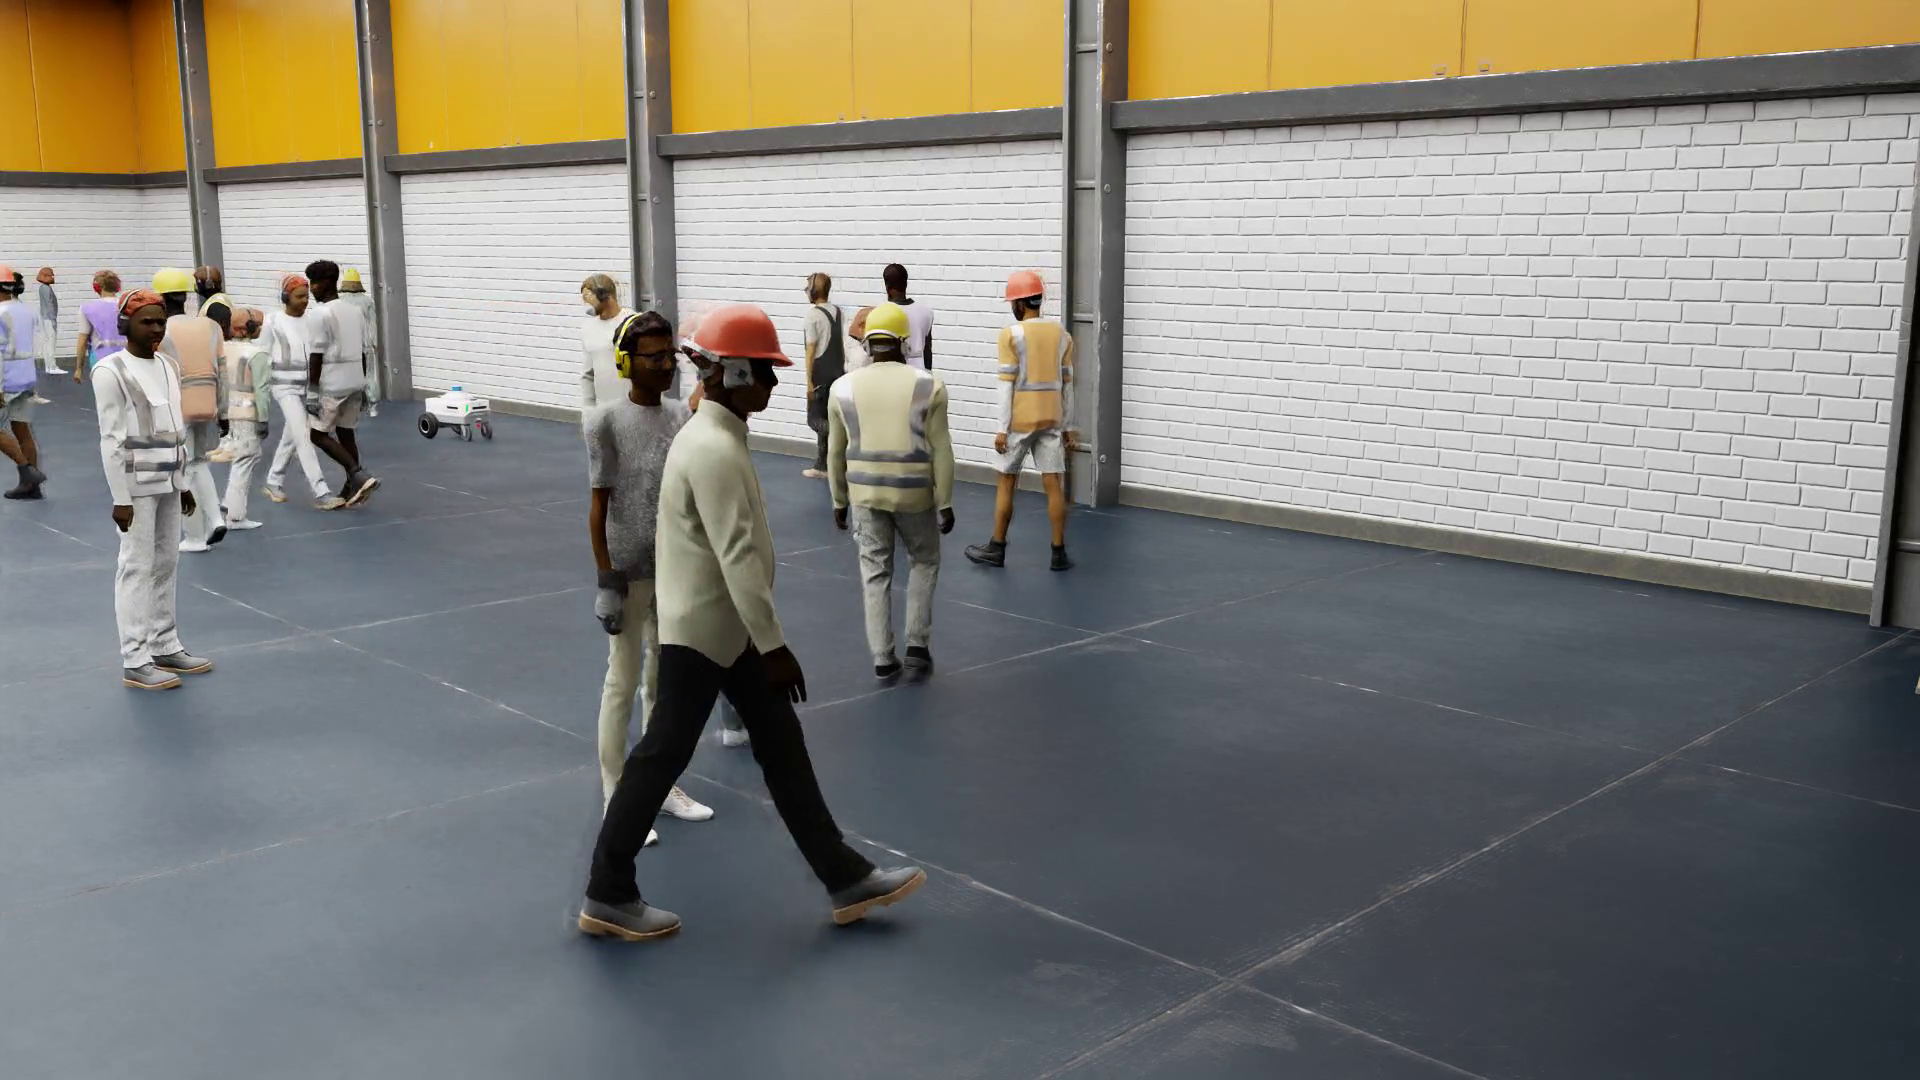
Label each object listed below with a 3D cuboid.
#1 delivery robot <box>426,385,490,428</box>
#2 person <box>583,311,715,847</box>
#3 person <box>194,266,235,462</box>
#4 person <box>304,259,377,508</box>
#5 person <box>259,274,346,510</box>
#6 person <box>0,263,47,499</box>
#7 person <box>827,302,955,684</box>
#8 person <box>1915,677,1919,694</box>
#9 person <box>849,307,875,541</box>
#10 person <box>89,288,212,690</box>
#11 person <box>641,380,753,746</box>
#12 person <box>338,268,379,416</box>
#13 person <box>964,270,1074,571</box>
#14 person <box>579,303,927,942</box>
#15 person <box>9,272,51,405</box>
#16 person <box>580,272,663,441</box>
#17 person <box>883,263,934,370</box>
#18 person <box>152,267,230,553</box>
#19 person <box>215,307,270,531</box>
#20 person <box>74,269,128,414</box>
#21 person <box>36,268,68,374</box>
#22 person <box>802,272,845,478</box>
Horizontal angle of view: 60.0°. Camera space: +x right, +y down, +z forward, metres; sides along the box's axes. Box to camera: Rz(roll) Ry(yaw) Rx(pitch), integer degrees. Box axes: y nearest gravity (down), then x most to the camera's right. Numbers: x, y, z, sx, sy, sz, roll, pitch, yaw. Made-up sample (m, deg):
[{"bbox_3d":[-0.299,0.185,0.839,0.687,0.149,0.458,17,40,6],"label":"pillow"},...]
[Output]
[{"bbox_3d":[-5.281,-1.383,17.486,0.707,0.478,0.477,7,12,34],"label":"delivery robot"},{"bbox_3d":[-1.094,0.126,5.921,0.335,1.873,0.521,7,13,35],"label":"person"},{"bbox_3d":[-7.031,-1.659,15.734,0.429,1.843,0.627,-5,12,-27],"label":"person"},{"bbox_3d":[-4.795,-1.189,12.880,0.470,1.945,0.636,3,11,16],"label":"person"},{"bbox_3d":[-5.245,-1.170,13.117,1.026,1.832,0.587,6,12,29],"label":"person"},{"bbox_3d":[-7.648,-1.264,13.358,0.403,1.919,0.575,0,10,1],"label":"person"},{"bbox_3d":[-0.319,-0.227,7.987,0.628,1.814,0.518,2,11,8],"label":"person"},{"bbox_3d":[4.599,-0.080,7.509,0.317,1.700,0.539,-1,10,-5],"label":"person"},{"bbox_3d":[-0.635,-0.809,11.667,0.280,1.633,0.502,1,10,4],"label":"person"},{"bbox_3d":[-3.846,-0.243,7.903,0.349,1.881,0.577,1,10,6],"label":"person"},{"bbox_3d":[-1.017,0.083,6.823,0.495,1.618,0.520,0,10,-1],"label":"person"},{"bbox_3d":[-7.109,-2.312,19.564,0.494,1.743,0.308,-6,12,-30],"label":"person"},{"bbox_3d":[0.417,-0.753,10.635,0.655,1.910,0.594,-6,12,-28],"label":"person"},{"bbox_3d":[-0.674,0.268,4.988,1.080,1.928,0.621,0,10,1],"label":"person"},{"bbox_3d":[-11.872,-2.505,20.811,0.662,1.675,0.537,-5,11,-23],"label":"person"},{"bbox_3d":[-2.200,-0.826,11.081,0.811,1.892,0.384,6,12,29],"label":"person"},{"bbox_3d":[-0.461,-1.203,13.056,0.587,1.913,0.391,-8,13,-39],"label":"person"},{"bbox_3d":[-5.208,-0.857,11.148,0.416,1.915,0.608,6,12,29],"label":"person"},{"bbox_3d":[-5.228,-0.880,12.113,0.521,1.608,0.450,7,12,33],"label":"person"},{"bbox_3d":[-7.931,-1.615,15.546,0.788,1.816,0.583,7,13,34],"label":"person"},{"bbox_3d":[-14.065,-3.387,25.723,0.283,1.633,0.497,-8,13,-39],"label":"person"},{"bbox_3d":[-1.117,-1.405,14.421,0.658,1.829,0.516,7,12,33],"label":"person"}]
